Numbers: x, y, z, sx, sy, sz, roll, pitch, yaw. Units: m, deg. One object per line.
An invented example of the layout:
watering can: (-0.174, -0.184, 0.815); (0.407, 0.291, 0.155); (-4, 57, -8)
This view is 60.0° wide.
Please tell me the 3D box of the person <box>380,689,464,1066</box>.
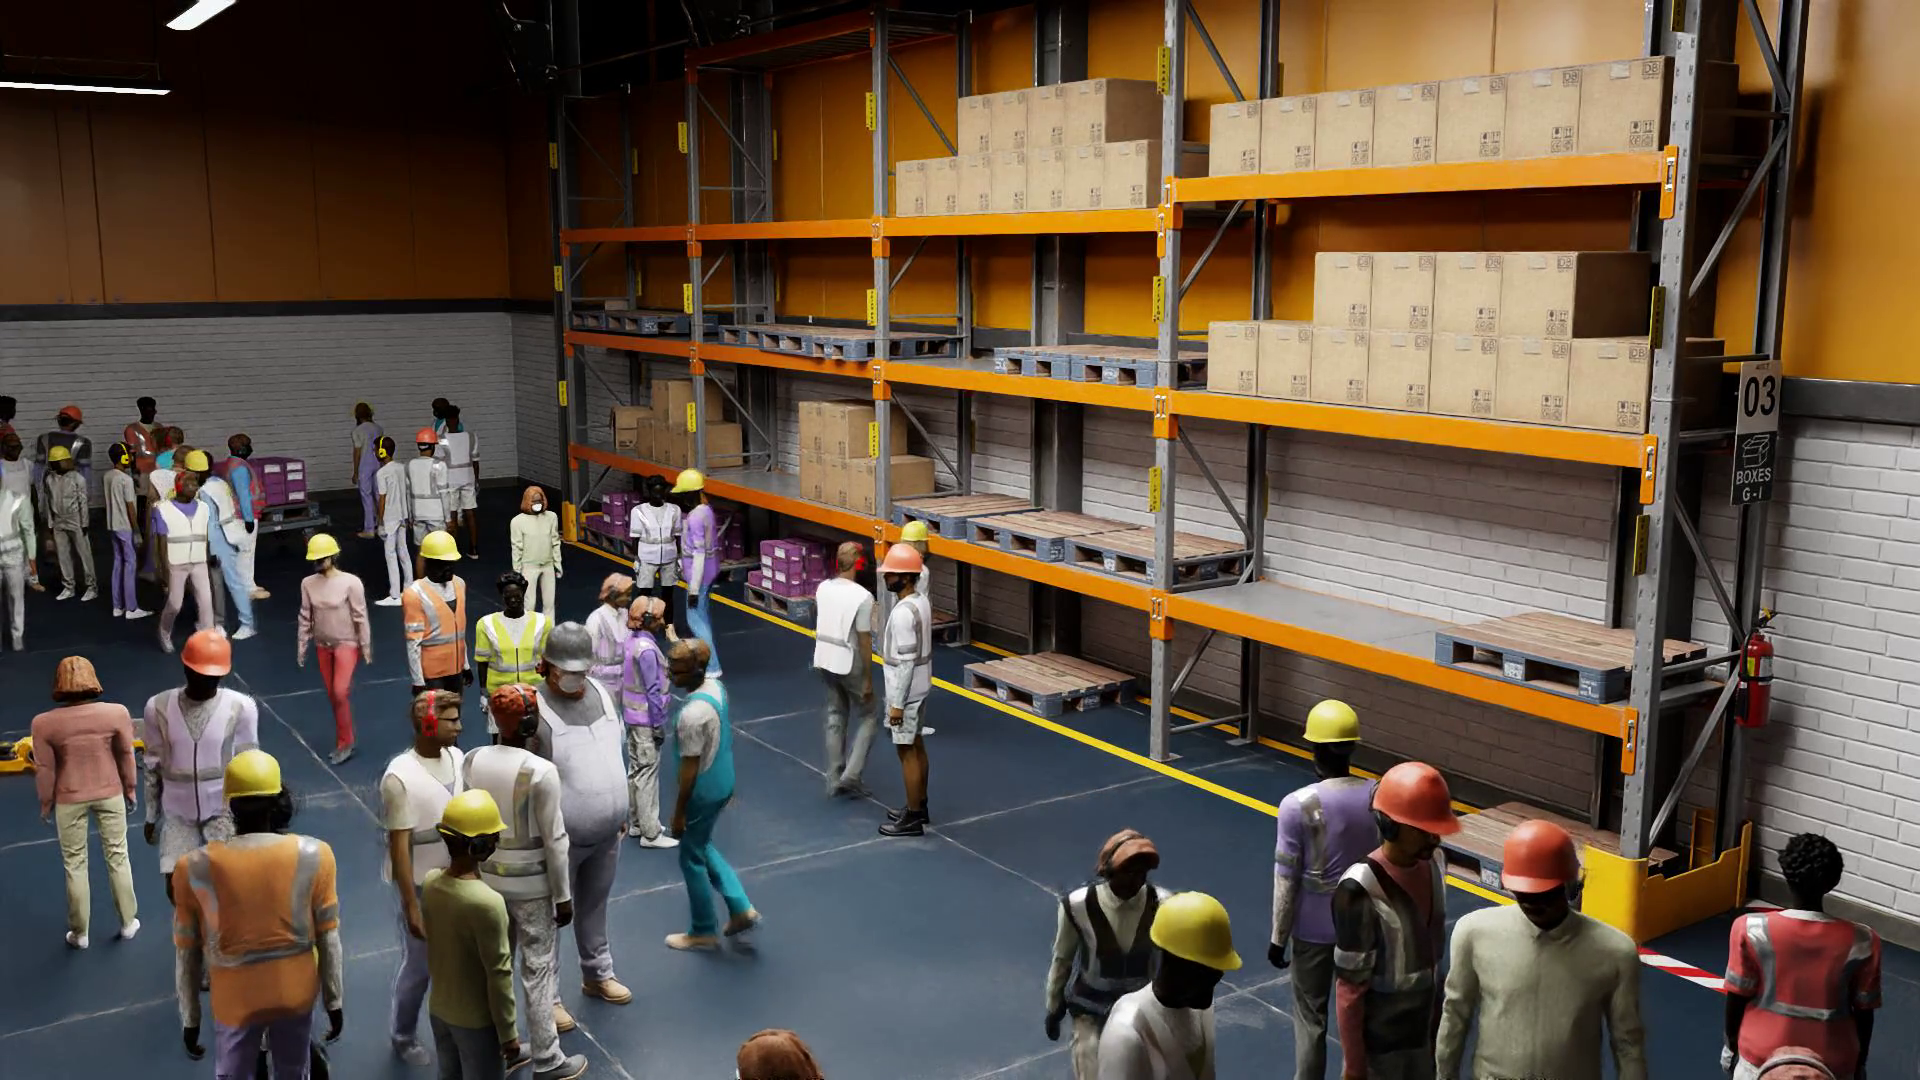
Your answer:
person: (-2.472, 1.601, 7.725); (0.644, 1.809, 0.650); (4, 10, 20)

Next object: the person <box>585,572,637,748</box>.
person: (-2.423, 1.032, 11.574); (0.499, 1.613, 0.563); (3, 10, 17)

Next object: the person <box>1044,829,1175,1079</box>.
person: (0.612, 1.893, 6.624); (0.551, 1.590, 0.886); (-1, 10, -8)

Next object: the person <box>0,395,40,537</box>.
person: (-12.807, -0.978, 22.425); (0.661, 1.947, 0.484); (8, 13, 41)

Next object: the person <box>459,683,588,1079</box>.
person: (-2.013, 1.578, 7.618); (0.574, 1.883, 0.360); (6, 11, 29)

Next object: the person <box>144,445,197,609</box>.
person: (-8.422, -0.128, 17.879); (0.627, 1.795, 0.490); (-8, 12, -38)

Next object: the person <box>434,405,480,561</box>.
person: (-6.307, -0.714, 20.850); (0.600, 1.958, 0.379); (-8, 13, -39)

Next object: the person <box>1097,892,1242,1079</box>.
person: (0.555, 1.980, 5.271); (0.895, 1.886, 0.585); (8, 13, 40)

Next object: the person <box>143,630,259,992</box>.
person: (-3.914, 1.396, 8.592); (0.588, 1.914, 0.433); (-3, 10, -15)

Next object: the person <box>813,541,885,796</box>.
person: (-0.784, 0.917, 11.689); (0.569, 1.821, 0.470); (9, 13, 42)

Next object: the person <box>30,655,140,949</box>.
person: (-4.807, 1.438, 9.175); (0.497, 1.632, 0.289); (-6, 11, -32)

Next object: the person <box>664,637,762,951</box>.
person: (-1.378, 1.386, 8.983); (0.498, 1.810, 0.568); (1, 10, 8)

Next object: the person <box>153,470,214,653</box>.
person: (-7.359, 0.231, 15.769); (0.871, 1.801, 0.589); (7, 12, 35)

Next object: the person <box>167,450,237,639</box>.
person: (-7.511, 0.055, 16.484); (0.602, 1.900, 0.676); (-4, 10, -22)

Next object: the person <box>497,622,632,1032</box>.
person: (-1.897, 1.388, 8.269); (0.538, 2.000, 0.689); (7, 12, 36)

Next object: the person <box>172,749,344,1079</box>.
person: (-2.680, 1.780, 6.402); (0.594, 1.904, 0.700); (-4, 10, -22)

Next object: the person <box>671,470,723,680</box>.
person: (-2.350, 0.329, 14.903); (0.424, 1.914, 0.655); (0, 10, -1)

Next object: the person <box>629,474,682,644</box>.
person: (-2.963, 0.195, 16.283); (0.533, 1.697, 0.318); (-5, 11, -27)

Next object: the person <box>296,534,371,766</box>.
person: (-4.729, 0.820, 12.457); (0.545, 1.745, 0.606); (3, 10, 15)

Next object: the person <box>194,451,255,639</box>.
person: (-7.444, 0.047, 16.660); (0.673, 1.873, 0.643); (-2, 10, -13)

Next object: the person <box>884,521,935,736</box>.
person: (-0.364, 0.707, 13.189); (0.323, 1.732, 0.497); (-5, 11, -29)

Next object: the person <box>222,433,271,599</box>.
person: (-7.972, -0.268, 18.567); (0.429, 1.846, 0.633); (-6, 11, -31)

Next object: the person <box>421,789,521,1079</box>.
person: (-1.886, 1.835, 6.484); (0.524, 1.761, 0.339); (9, 13, 42)

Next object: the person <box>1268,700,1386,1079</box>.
person: (1.590, 1.636, 7.179); (0.580, 1.918, 0.390); (-4, 11, -24)

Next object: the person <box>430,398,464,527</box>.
person: (-7.255, -1.094, 23.470); (0.635, 1.831, 0.429); (8, 13, 40)

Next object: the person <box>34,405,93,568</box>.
person: (-10.932, -0.637, 20.303); (0.690, 1.995, 0.607); (-1, 10, -8)

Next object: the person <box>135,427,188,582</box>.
person: (-9.387, -0.412, 19.485); (0.834, 1.814, 0.516); (-1, 10, -5)

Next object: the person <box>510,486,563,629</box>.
person: (-4.065, 0.279, 16.006); (0.503, 1.622, 0.299); (-9, 13, -42)

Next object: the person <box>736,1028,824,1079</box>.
person: (-0.533, 2.186, 4.794); (0.314, 1.632, 0.502); (-1, 10, -7)

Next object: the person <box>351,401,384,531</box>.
person: (-8.163, -1.010, 22.981); (0.404, 1.825, 0.598); (-9, 13, -41)

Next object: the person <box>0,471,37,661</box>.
person: (-9.076, 0.187, 15.735); (0.607, 1.885, 1.033); (-5, 11, -29)

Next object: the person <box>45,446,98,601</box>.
person: (-9.874, -0.183, 18.403); (0.487, 1.735, 0.339); (1, 10, 7)

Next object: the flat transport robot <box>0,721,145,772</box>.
flat transport robot: (-6.439, 1.534, 12.601); (1.431, 0.197, 0.652); (-1, 10, -9)

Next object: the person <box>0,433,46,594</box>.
person: (-10.623, -0.288, 18.709); (0.341, 1.840, 0.504); (6, 12, 33)

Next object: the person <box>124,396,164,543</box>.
person: (-10.834, -0.944, 22.219); (0.371, 1.958, 0.598); (4, 11, 24)

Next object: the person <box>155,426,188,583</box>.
person: (-9.087, -0.412, 19.450); (0.389, 1.835, 0.563); (7, 12, 35)

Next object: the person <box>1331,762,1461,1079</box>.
person: (1.596, 1.775, 6.039); (0.619, 2.028, 0.409); (-9, 13, -43)

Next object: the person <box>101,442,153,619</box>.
person: (-8.800, -0.096, 17.516); (0.513, 1.862, 0.328); (6, 12, 33)

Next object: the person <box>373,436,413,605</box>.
person: (-6.212, -0.208, 18.180); (0.333, 1.860, 0.509); (3, 10, 15)

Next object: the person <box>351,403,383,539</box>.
person: (-8.009, -0.938, 22.508); (0.344, 1.842, 0.506); (6, 11, 29)

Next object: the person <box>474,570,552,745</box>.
person: (-3.018, 1.042, 11.314); (0.532, 1.696, 0.319); (-4, 10, -21)

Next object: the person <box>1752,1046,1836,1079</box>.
person: (1.999, 2.168, 4.097); (0.645, 1.905, 0.400); (0, 10, 2)

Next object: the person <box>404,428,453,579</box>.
person: (-5.858, -0.277, 18.385); (0.548, 1.927, 0.390); (3, 10, 15)

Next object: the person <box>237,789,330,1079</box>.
person: (-2.880, 1.795, 6.951); (0.575, 1.670, 0.583); (-6, 11, -32)

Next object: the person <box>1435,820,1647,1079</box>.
person: (1.930, 1.879, 5.566); (0.662, 1.981, 0.412); (3, 10, 18)

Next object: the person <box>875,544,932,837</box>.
person: (-0.373, 0.983, 10.948); (0.360, 1.937, 0.552); (2, 10, 11)

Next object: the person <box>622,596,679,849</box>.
person: (-2.021, 1.167, 10.743); (0.310, 1.640, 0.514); (-4, 11, -24)

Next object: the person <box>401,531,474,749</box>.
person: (-3.592, 0.884, 11.564); (0.382, 1.924, 0.594); (4, 10, 21)

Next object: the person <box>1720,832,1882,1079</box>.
person: (3.108, 1.919, 6.185); (0.537, 1.692, 0.319); (3, 10, 16)
